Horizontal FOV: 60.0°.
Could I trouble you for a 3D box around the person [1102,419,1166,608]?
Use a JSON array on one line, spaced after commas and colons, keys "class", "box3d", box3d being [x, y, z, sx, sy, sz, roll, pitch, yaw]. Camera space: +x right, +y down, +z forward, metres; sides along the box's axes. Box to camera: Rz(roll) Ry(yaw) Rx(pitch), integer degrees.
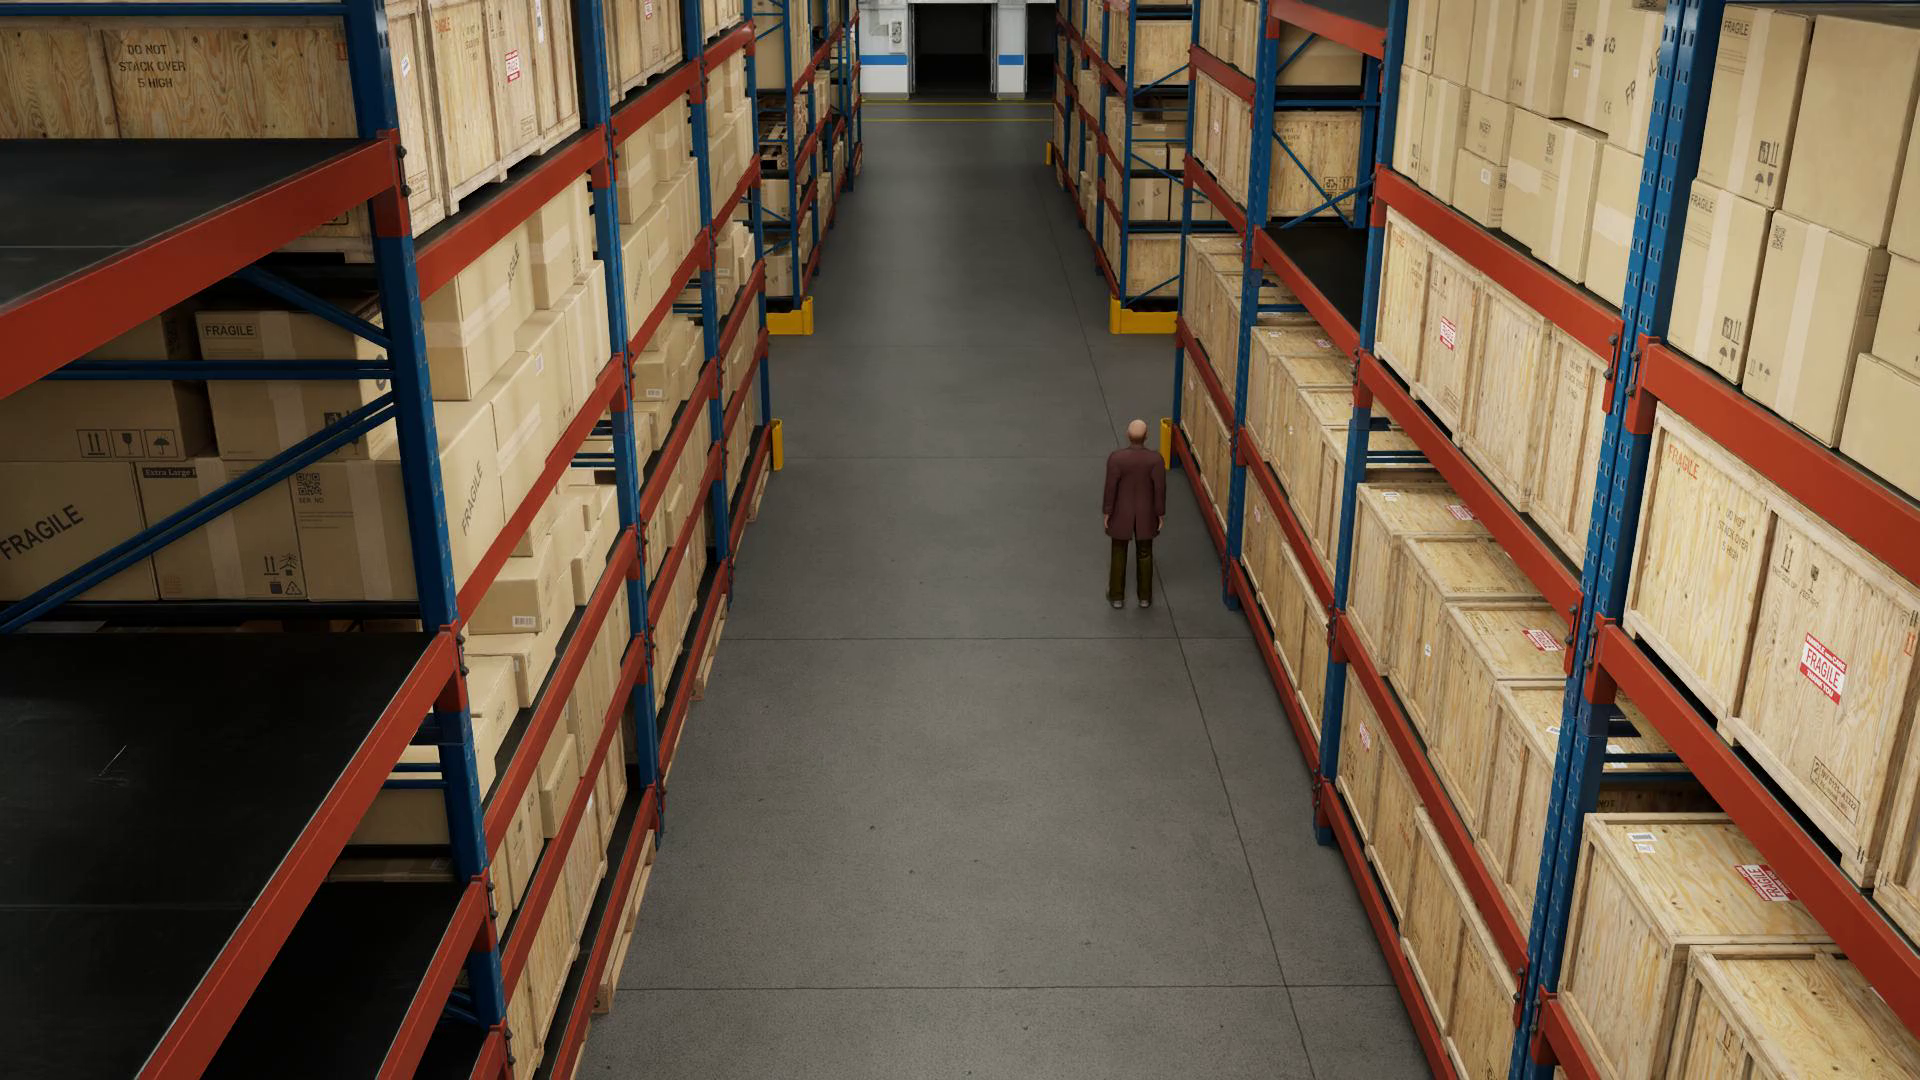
[{"class": "person", "box3d": [1.573, -0.262, 15.152, 0.576, 1.781, 0.401, 0, 22, 0]}]
